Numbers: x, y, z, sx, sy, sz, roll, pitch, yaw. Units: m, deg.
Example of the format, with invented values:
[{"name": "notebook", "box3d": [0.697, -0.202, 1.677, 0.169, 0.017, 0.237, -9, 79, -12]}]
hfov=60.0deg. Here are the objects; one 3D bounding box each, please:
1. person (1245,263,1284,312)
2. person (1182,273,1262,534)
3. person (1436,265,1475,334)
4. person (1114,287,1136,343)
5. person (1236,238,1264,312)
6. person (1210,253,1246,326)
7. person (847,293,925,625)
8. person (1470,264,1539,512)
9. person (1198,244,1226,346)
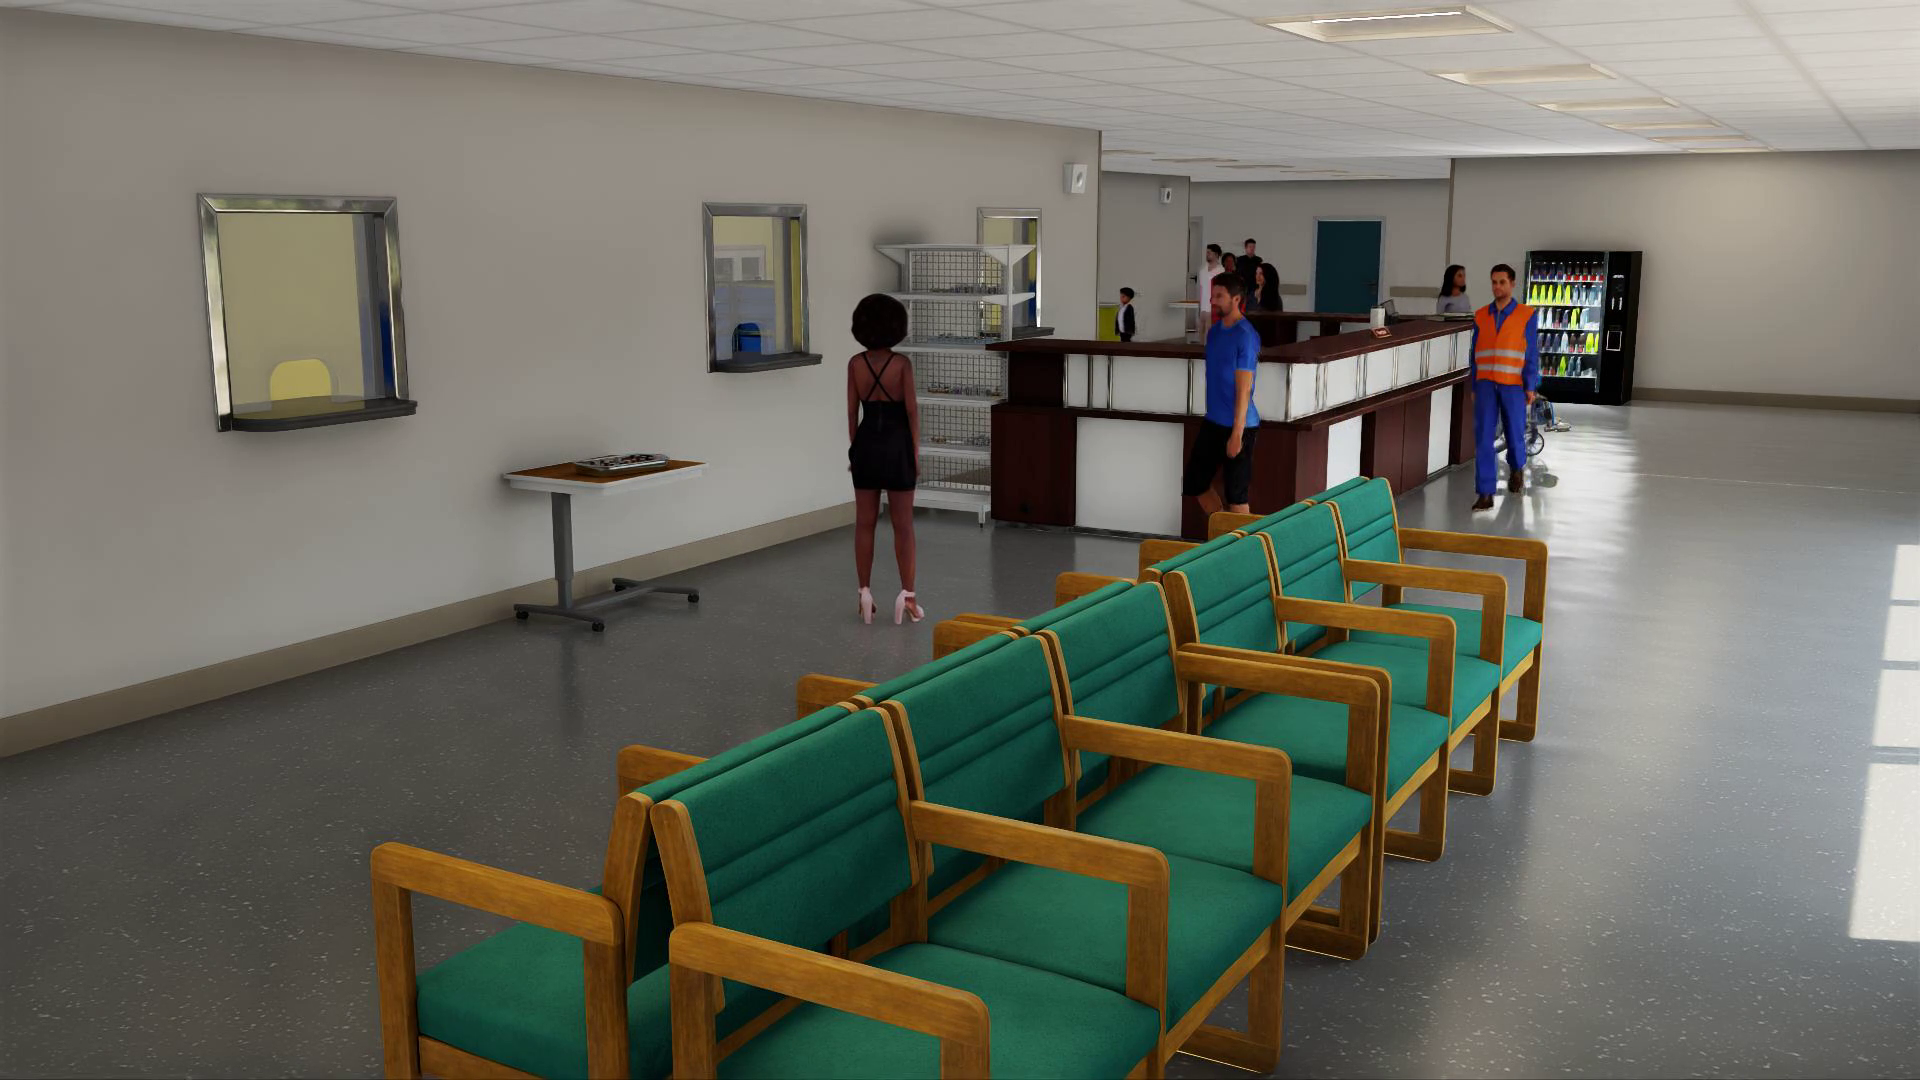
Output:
[{"name": "person", "box3d": [3.120, -1.974, 17.182, 0.534, 1.767, 0.712, 10, 14, 42]}, {"name": "person", "box3d": [1.725, -0.692, 10.191, 0.831, 1.854, 0.748, -5, 12, -26]}, {"name": "person", "box3d": [5.170, -2.042, 17.732, 0.909, 1.696, 1.186, -8, 13, -36]}, {"name": "person", "box3d": [2.543, -3.178, 25.060, 0.832, 1.196, 0.841, -5, 12, -25]}, {"name": "person", "box3d": [4.850, -4.122, 28.172, 1.166, 1.889, 1.108, 0, 11, -1]}, {"name": "person", "box3d": [3.547, -2.911, 22.131, 1.059, 1.764, 0.944, 1, 11, 7]}, {"name": "person", "box3d": [-0.416, -0.431, 8.995, 0.551, 1.789, 0.684, 3, 11, 16]}, {"name": "person", "box3d": [4.135, -1.147, 12.611, 0.999, 1.846, 0.742, 7, 13, 31]}, {"name": "person", "box3d": [3.594, -3.206, 23.383, 1.007, 1.876, 0.975, -5, 12, -24]}]
